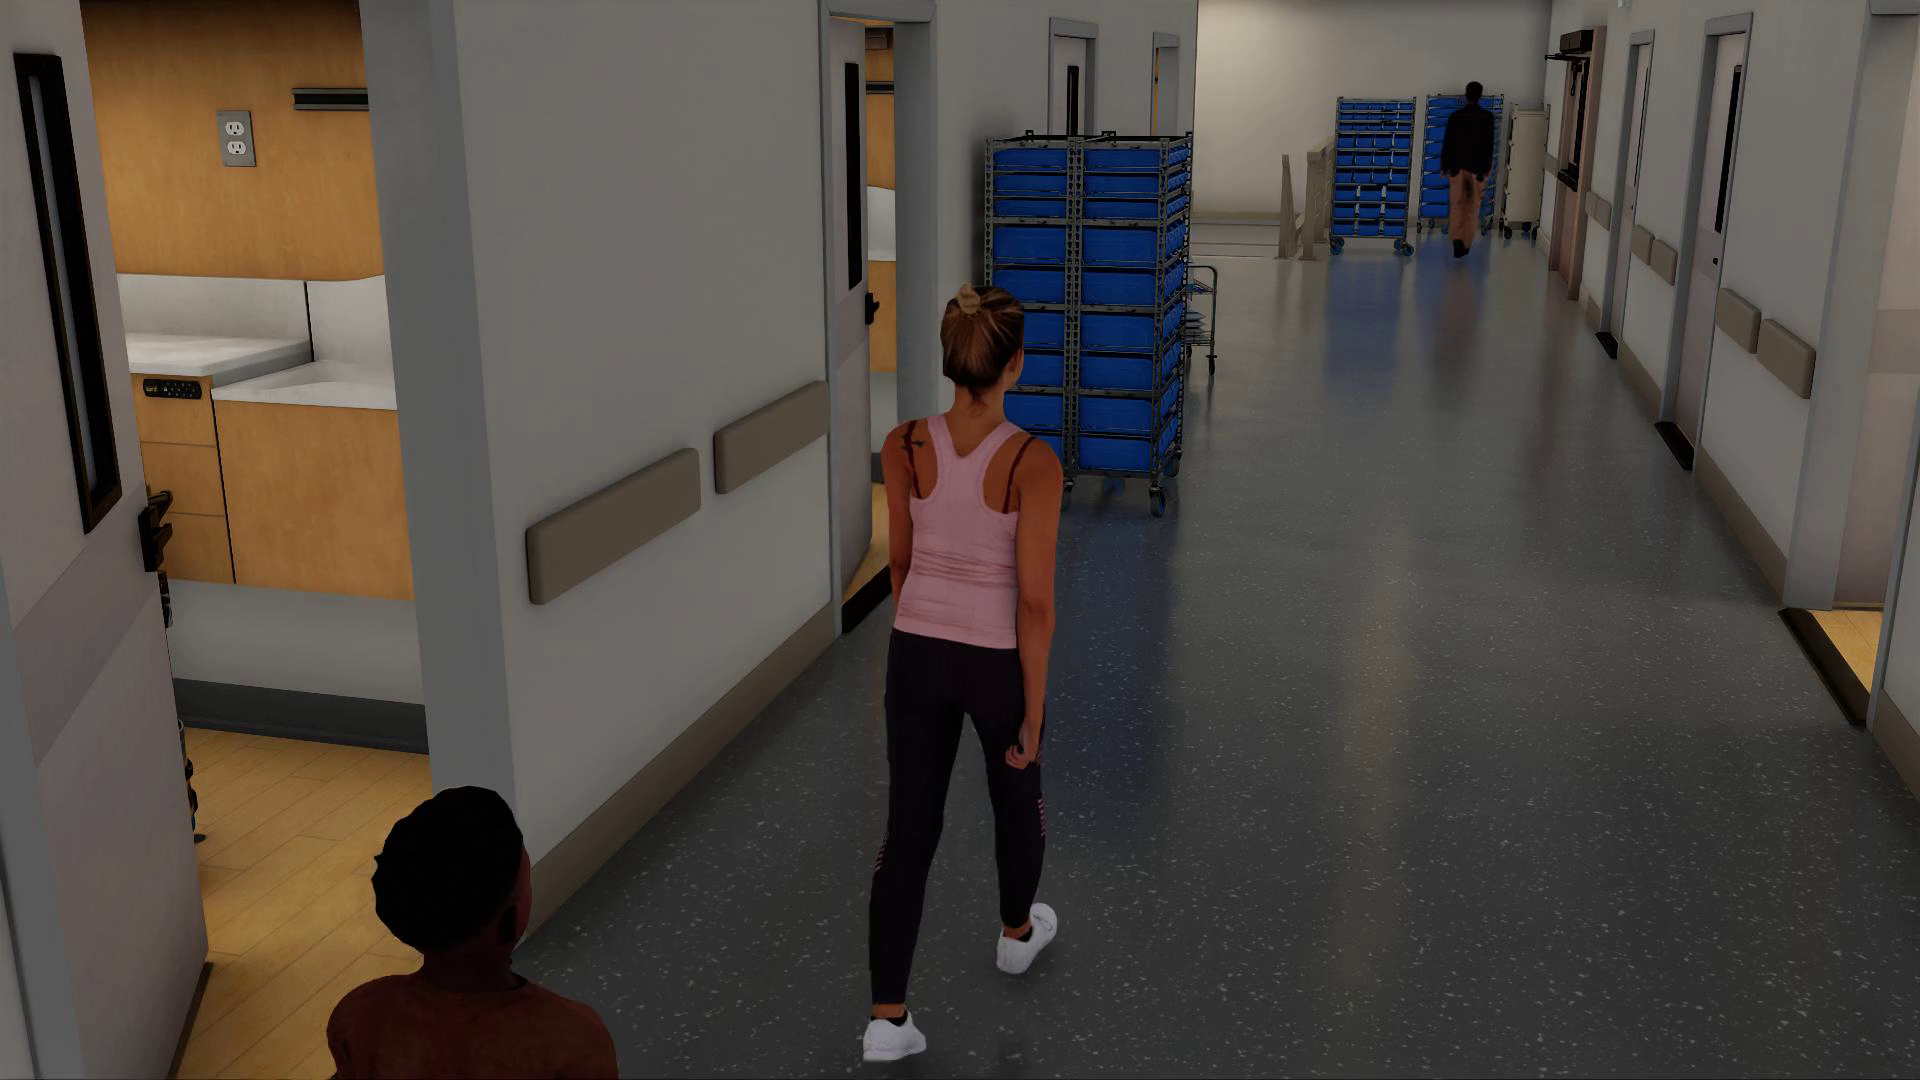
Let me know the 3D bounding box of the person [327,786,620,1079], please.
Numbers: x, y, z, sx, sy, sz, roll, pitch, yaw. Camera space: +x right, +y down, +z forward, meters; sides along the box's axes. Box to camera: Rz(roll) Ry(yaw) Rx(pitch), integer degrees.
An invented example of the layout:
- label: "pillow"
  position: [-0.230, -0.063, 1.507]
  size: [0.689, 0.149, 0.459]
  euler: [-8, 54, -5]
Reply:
- label: "person"
  position: [-0.586, 0.902, 1.967]
  size: [0.529, 1.247, 0.710]
  euler: [4, 16, 12]

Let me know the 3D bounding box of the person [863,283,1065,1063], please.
- label: "person"
  position: [-0.027, 0.304, 3.407]
  size: [0.617, 1.618, 1.059]
  euler: [5, 17, 19]

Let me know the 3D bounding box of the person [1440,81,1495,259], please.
- label: "person"
  position: [5.552, -4.019, 18.242]
  size: [0.700, 1.888, 1.199]
  euler: [4, 16, 14]
